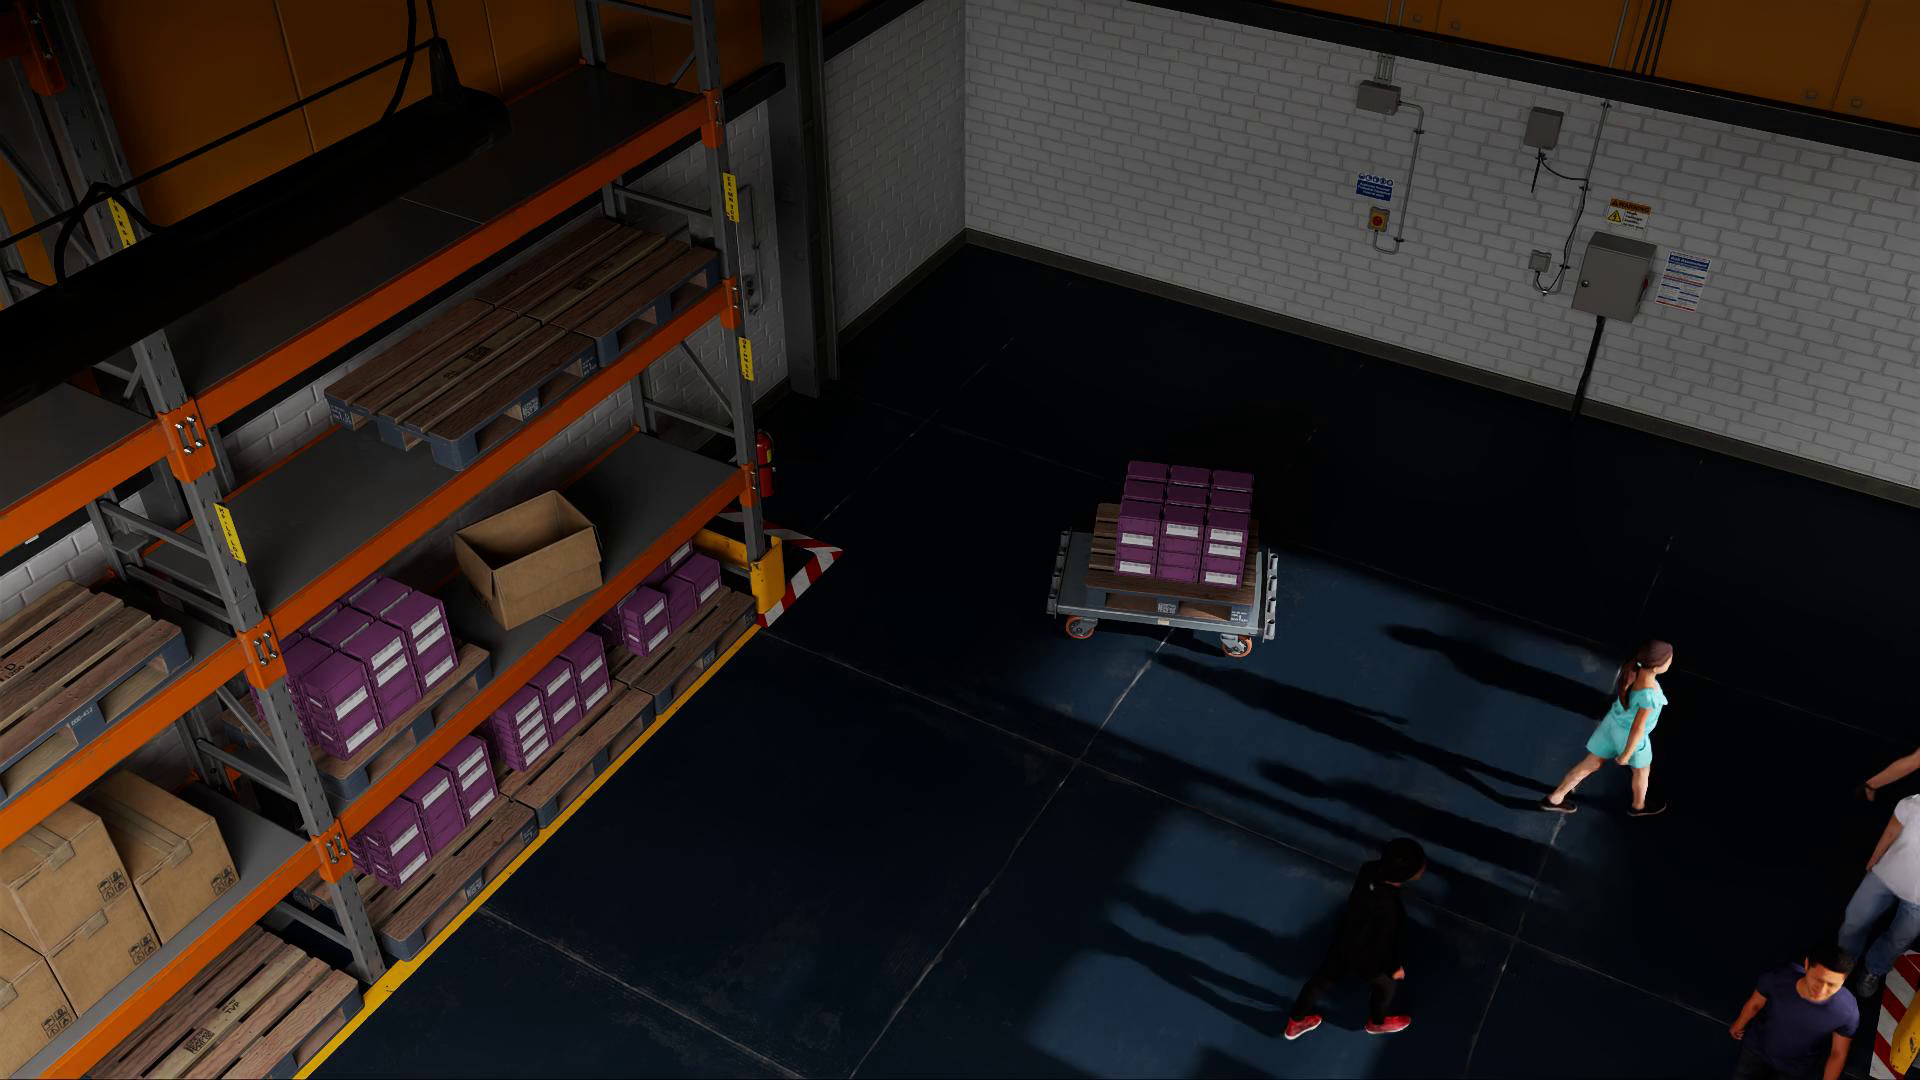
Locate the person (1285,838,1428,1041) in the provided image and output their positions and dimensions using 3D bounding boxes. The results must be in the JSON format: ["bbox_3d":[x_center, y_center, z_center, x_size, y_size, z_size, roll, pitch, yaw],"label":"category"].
[{"bbox_3d":[2.141,2.280,9.106,1.037,1.622,0.984,-12,40,-14],"label":"person"}]

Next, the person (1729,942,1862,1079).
[{"bbox_3d":[4.279,2.600,8.614,0.750,1.736,1.180,24,44,27],"label":"person"}]

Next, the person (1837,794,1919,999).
[{"bbox_3d":[5.403,1.904,9.405,0.771,1.836,0.758,-32,48,-33],"label":"person"}]

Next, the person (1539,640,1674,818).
[{"bbox_3d":[4.131,1.219,10.514,1.036,1.523,1.033,-6,39,-7],"label":"person"}]
